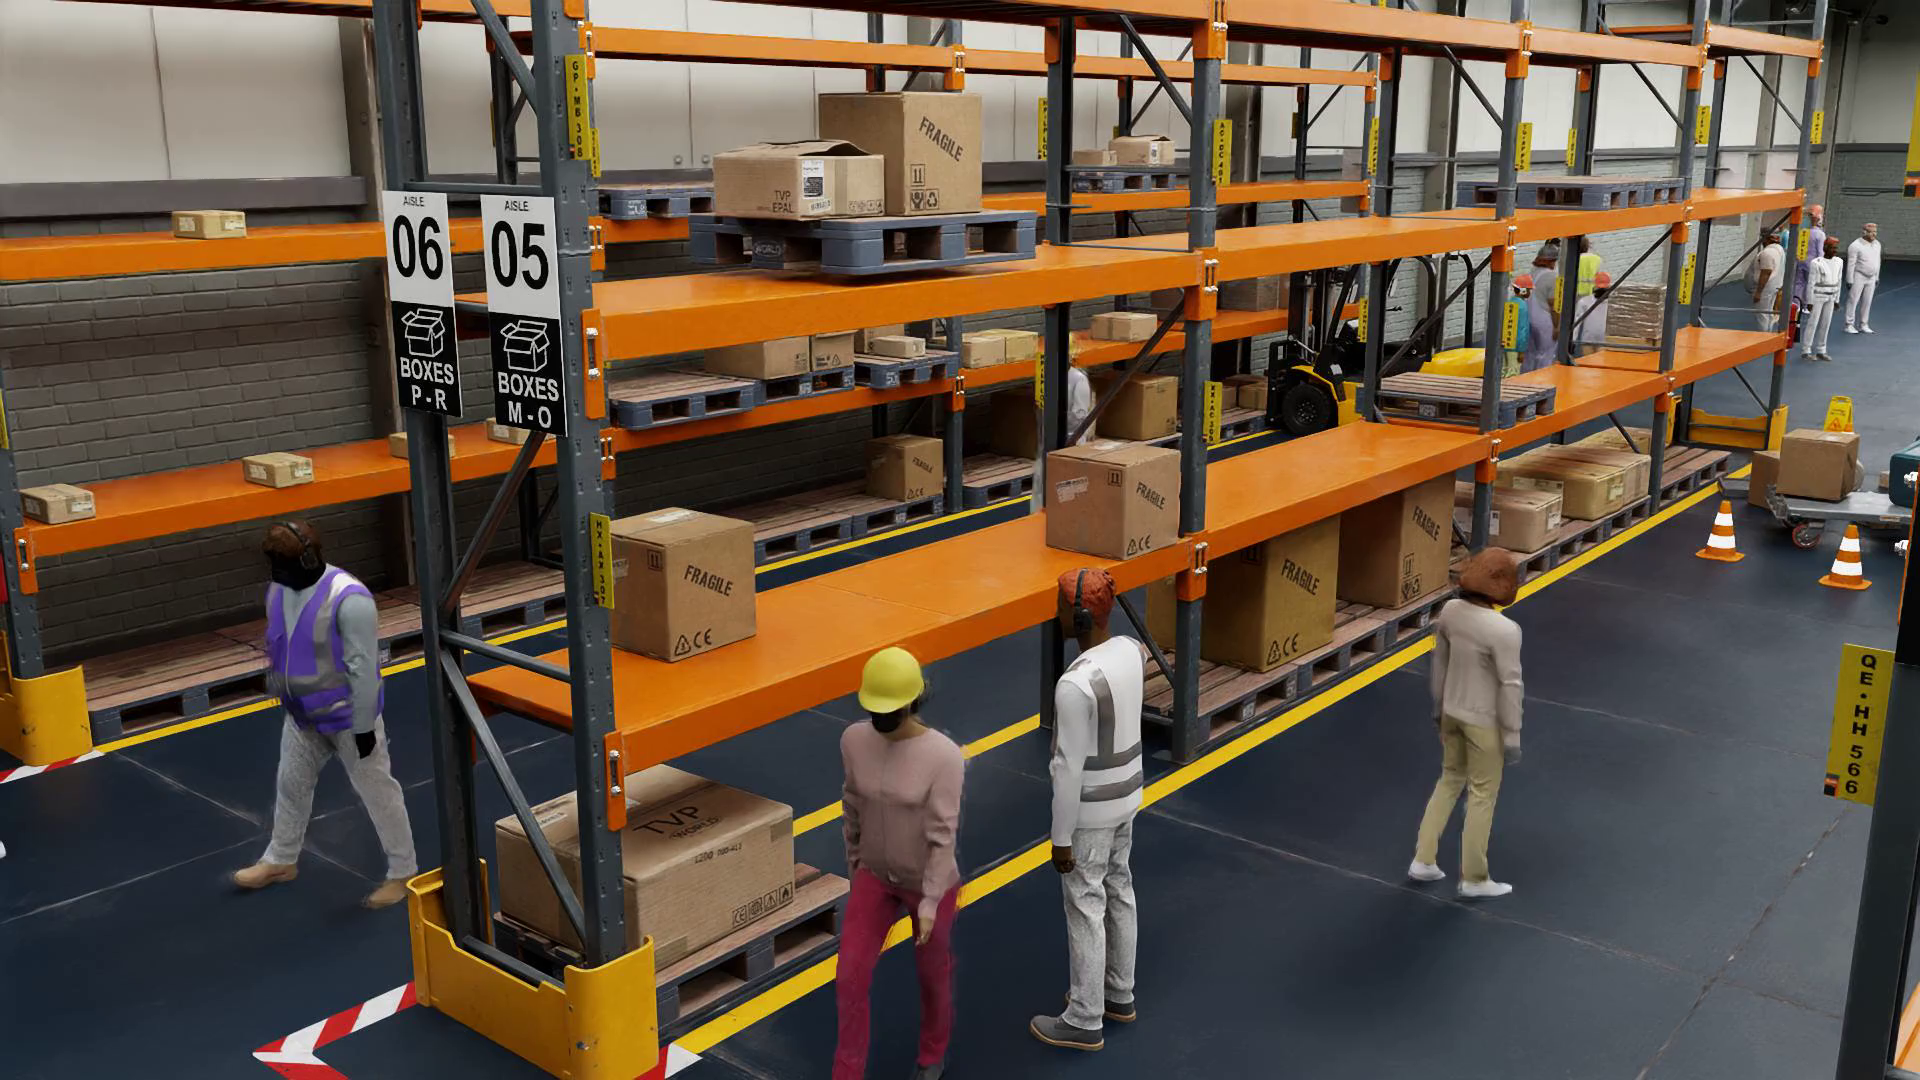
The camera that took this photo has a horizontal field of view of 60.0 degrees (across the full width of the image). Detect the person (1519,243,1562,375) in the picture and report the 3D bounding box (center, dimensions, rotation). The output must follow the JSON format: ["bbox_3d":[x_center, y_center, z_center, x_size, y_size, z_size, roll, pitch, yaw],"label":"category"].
[{"bbox_3d":[7.577,-2.828,21.581,0.536,2.000,0.688,-5,15,-21],"label":"person"}]

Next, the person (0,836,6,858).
[{"bbox_3d":[-4.820,0.651,7.801,0.524,1.866,0.340,8,16,28],"label":"person"}]

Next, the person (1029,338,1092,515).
[{"bbox_3d":[0.896,-0.878,14.163,0.930,1.796,0.603,-12,18,-39],"label":"person"}]

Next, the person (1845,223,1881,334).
[{"bbox_3d":[15.632,-4.521,28.786,0.655,1.899,0.393,-5,15,-19],"label":"person"}]

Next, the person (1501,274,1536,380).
[{"bbox_3d":[6.825,-2.381,20.383,0.359,1.743,0.562,0,14,1],"label":"person"}]

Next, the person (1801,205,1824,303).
[{"bbox_3d":[17.298,-5.807,33.839,0.794,1.972,0.669,-6,15,-22],"label":"person"}]

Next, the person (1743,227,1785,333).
[{"bbox_3d":[12.627,-3.964,26.207,0.537,2.000,0.678,11,18,39],"label":"person"}]

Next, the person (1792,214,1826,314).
[{"bbox_3d":[16.344,-5.298,31.947,0.399,1.897,0.644,-4,14,-18],"label":"person"}]

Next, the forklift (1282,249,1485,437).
[{"bbox_3d":[4.886,-2.214,18.767,2.313,2.155,1.214,11,18,38],"label":"forklift"}]

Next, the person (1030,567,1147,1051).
[{"bbox_3d":[0.500,1.011,6.290,0.358,1.880,0.575,8,16,30],"label":"person"}]

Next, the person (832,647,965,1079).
[{"bbox_3d":[-0.251,1.215,5.742,0.528,1.733,0.720,7,15,26],"label":"person"}]

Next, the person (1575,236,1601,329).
[{"bbox_3d":[9.831,-3.892,26.351,0.595,1.823,0.636,-1,14,-5],"label":"person"}]

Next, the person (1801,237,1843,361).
[{"bbox_3d":[13.140,-3.660,25.325,0.568,1.877,0.351,-4,14,-16],"label":"person"}]

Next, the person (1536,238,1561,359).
[{"bbox_3d":[9.036,-3.721,25.580,0.533,1.865,0.311,-12,18,-40],"label":"person"}]

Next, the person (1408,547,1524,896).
[{"bbox_3d":[2.305,0.836,7.552,0.406,1.631,0.530,-6,15,-23],"label":"person"}]

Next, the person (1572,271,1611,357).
[{"bbox_3d":[7.975,-2.495,20.845,0.588,1.739,0.478,5,15,19],"label":"person"}]

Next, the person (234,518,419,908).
[{"bbox_3d":[-2.882,0.764,7.469,0.764,1.809,0.483,8,16,29],"label":"person"}]
